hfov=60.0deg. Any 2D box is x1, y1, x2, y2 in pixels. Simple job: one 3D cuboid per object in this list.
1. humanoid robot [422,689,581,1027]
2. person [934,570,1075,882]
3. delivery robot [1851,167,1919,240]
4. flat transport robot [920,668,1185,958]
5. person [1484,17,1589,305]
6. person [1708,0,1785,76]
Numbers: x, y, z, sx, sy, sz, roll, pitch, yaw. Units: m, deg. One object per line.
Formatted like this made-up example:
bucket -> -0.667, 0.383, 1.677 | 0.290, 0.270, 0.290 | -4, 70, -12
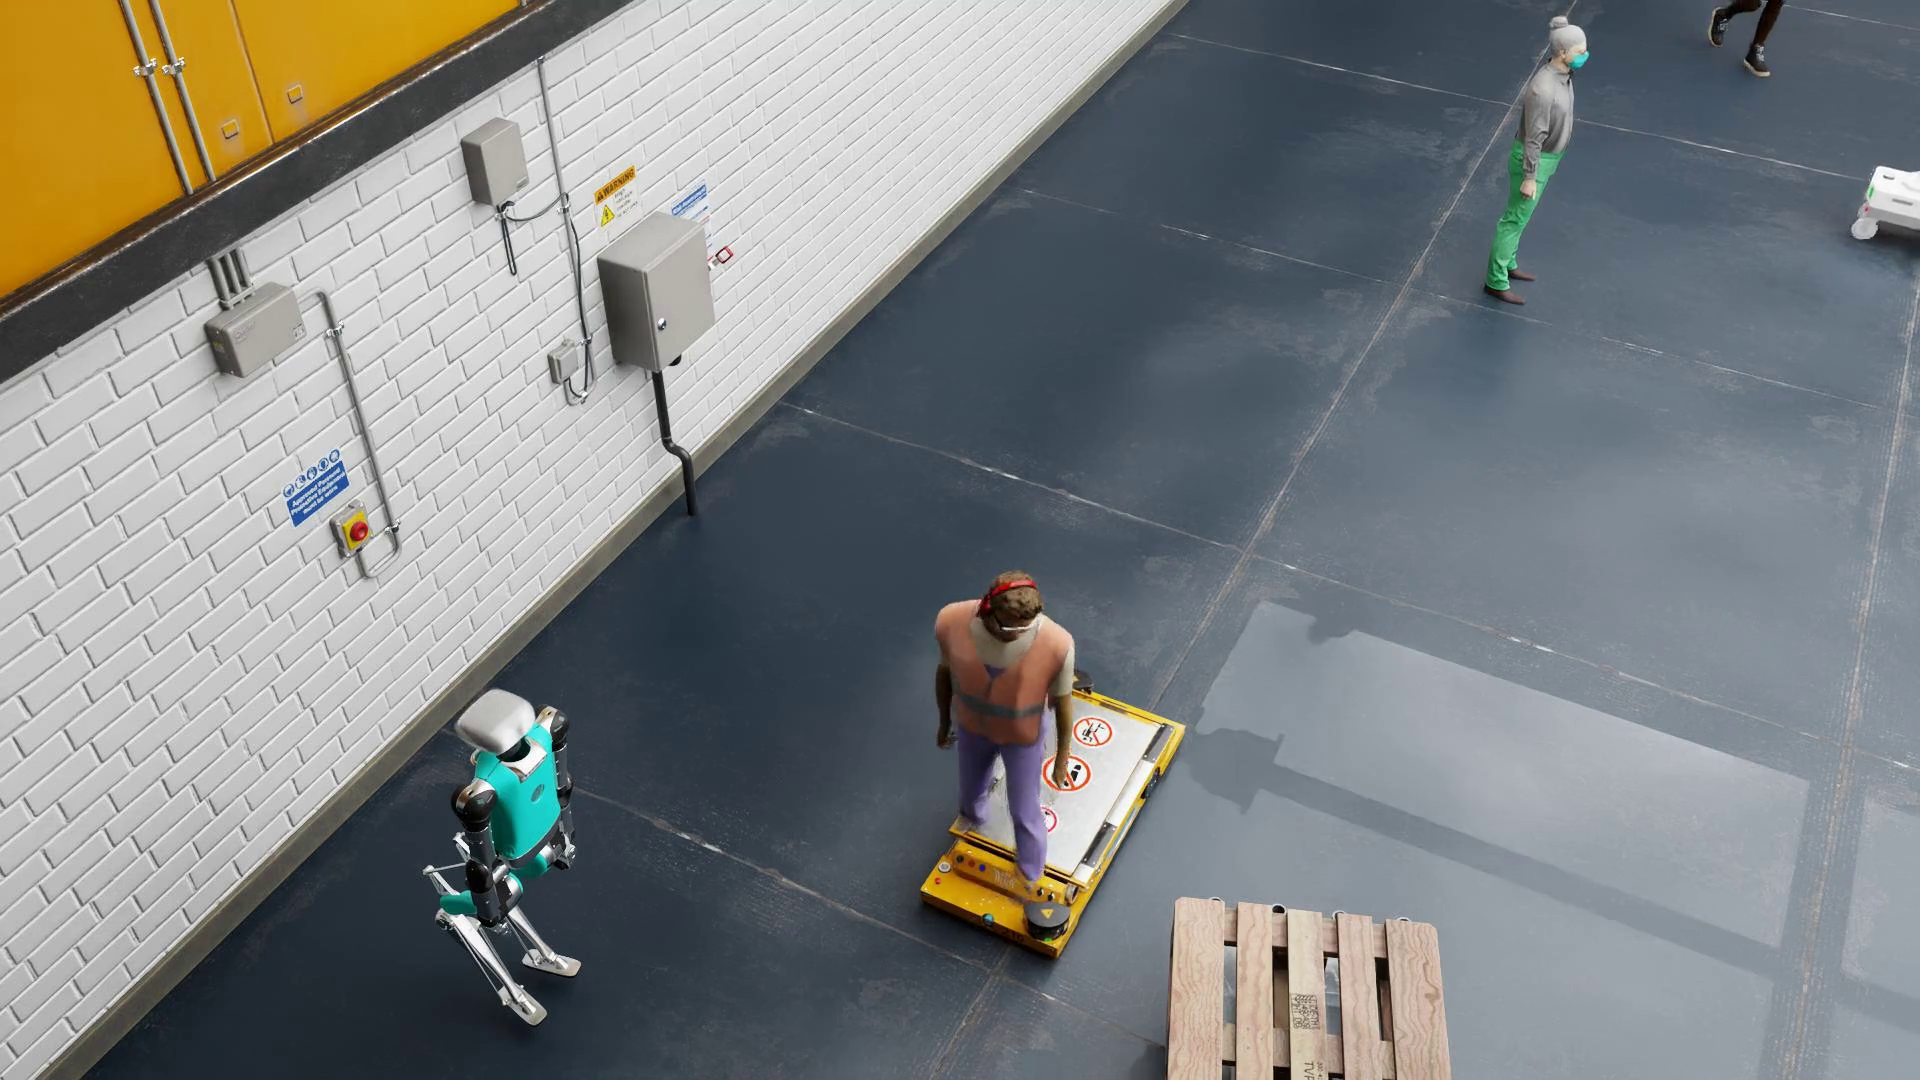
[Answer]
humanoid robot -> -1.786, 1.152, 6.278 | 0.735, 1.675, 0.533 | 19, 44, 21
person -> 0.150, 0.821, 6.711 | 0.588, 1.809, 0.609 | 13, 43, 15
delivery robot -> 6.489, -2.248, 11.207 | 0.750, 0.570, 0.499 | 22, 45, 23
flat transport robot -> 0.447, 1.178, 7.472 | 0.659, 0.231, 1.431 | 19, 44, 21
person -> 3.605, -2.369, 10.382 | 0.341, 1.837, 0.507 | 19, 44, 21
person -> 6.314, -4.618, 12.906 | 0.623, 1.946, 0.588 | -8, 41, -9
